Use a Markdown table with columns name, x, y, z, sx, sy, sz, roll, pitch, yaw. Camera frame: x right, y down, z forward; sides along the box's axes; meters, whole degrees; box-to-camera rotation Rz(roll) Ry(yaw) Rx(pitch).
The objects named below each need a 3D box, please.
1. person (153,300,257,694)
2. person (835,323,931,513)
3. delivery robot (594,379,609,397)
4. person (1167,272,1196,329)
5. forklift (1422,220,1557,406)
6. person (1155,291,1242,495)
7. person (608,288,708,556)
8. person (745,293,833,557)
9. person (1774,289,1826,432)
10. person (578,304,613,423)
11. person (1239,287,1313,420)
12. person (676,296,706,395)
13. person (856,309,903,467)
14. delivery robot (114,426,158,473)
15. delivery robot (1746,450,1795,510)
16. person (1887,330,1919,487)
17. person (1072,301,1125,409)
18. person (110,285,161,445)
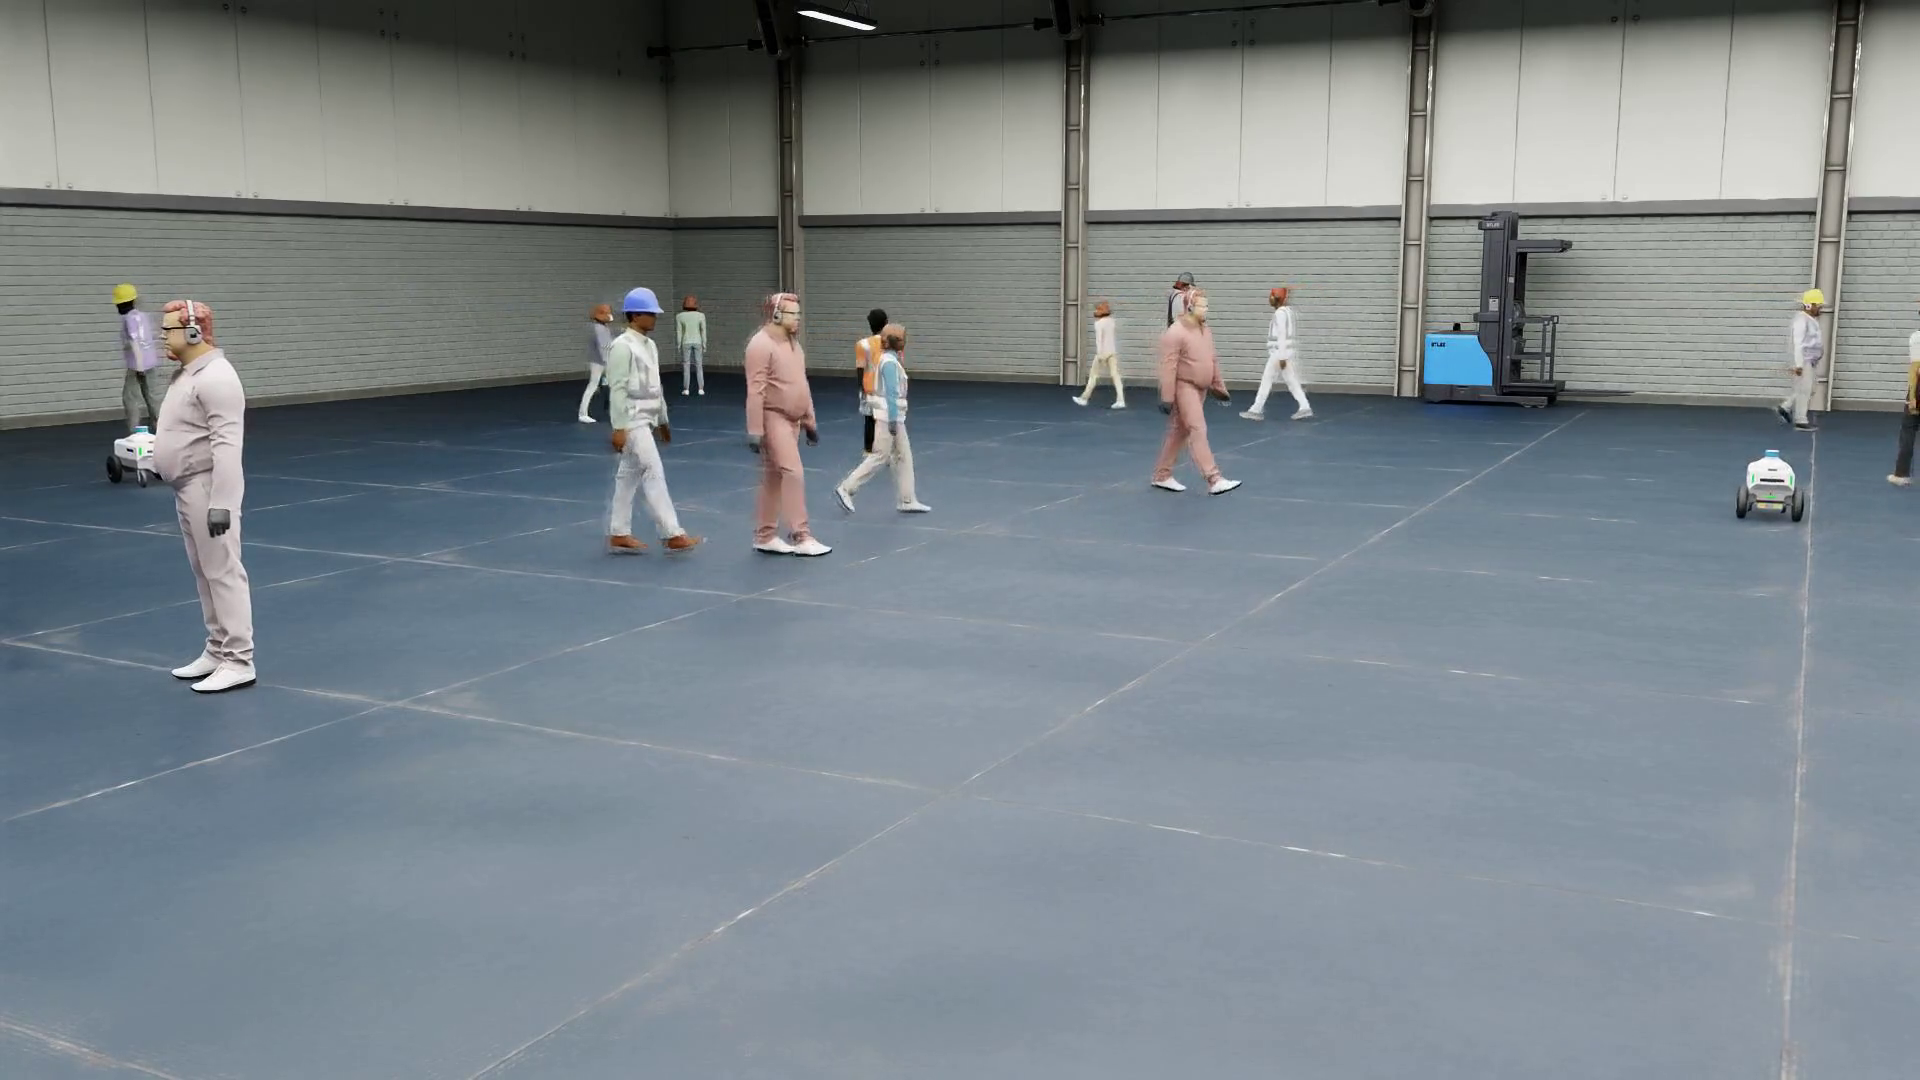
| name | x | y | z | sx | sy | sz | roll | pitch | yaw |
| --- | --- | --- | --- | --- | --- | --- | --- | --- | --- |
| person | -3.727 | -0.218 | 8.171 | 0.405 | 1.906 | 0.653 | -7 | 11 | -36 |
| person | -0.661 | -1.025 | 14.069 | 0.751 | 1.617 | 0.528 | 0 | 9 | 2 |
| delivery robot | -4.932 | -2.121 | 23.100 | 0.335 | 0.223 | 0.699 | -8 | 12 | -41 |
| person | 3.596 | -3.250 | 26.591 | 0.535 | 2.000 | 0.674 | -2 | 9 | -11 |
| forklift | 8.245 | -3.527 | 25.720 | 1.873 | 2.768 | 1.129 | 5 | 10 | 27 |
| person | 2.188 | -1.342 | 15.259 | 0.998 | 1.860 | 0.664 | 6 | 11 | 33 |
| person | -2.175 | -0.839 | 11.962 | 0.882 | 1.914 | 0.639 | 1 | 9 | 7 |
| person | -1.153 | -0.812 | 11.885 | 0.774 | 1.879 | 0.667 | 3 | 10 | 18 |
| person | 10.826 | -2.312 | 21.370 | 0.478 | 1.811 | 0.613 | 8 | 12 | 41 |
| person | -4.792 | -2.382 | 22.492 | 0.858 | 1.586 | 0.542 | 1 | 9 | 4 |
| person | 4.418 | -2.566 | 22.917 | 1.007 | 1.837 | 0.586 | 3 | 10 | 20 |
| person | -4.442 | -3.216 | 27.503 | 0.500 | 1.633 | 0.285 | -2 | 10 | -15 |
| person | -0.855 | -1.617 | 17.616 | 0.537 | 1.647 | 0.851 | -2 | 9 | -14 |
| delivery robot | -7.924 | -0.862 | 16.146 | 0.707 | 0.478 | 0.477 | 9 | 13 | 44 |
| delivery robot | 6.815 | -0.514 | 13.984 | 0.477 | 0.478 | 0.707 | 3 | 10 | 23 |
| person | 9.125 | -1.372 | 15.584 | 0.519 | 1.819 | 0.895 | -1 | 9 | -5 |
| person | 2.126 | -2.776 | 24.938 | 0.865 | 1.588 | 0.517 | 8 | 12 | 41 |
| person | -9.711 | -2.055 | 19.618 | 0.472 | 1.888 | 0.717 | -1 | 9 | -9 |
